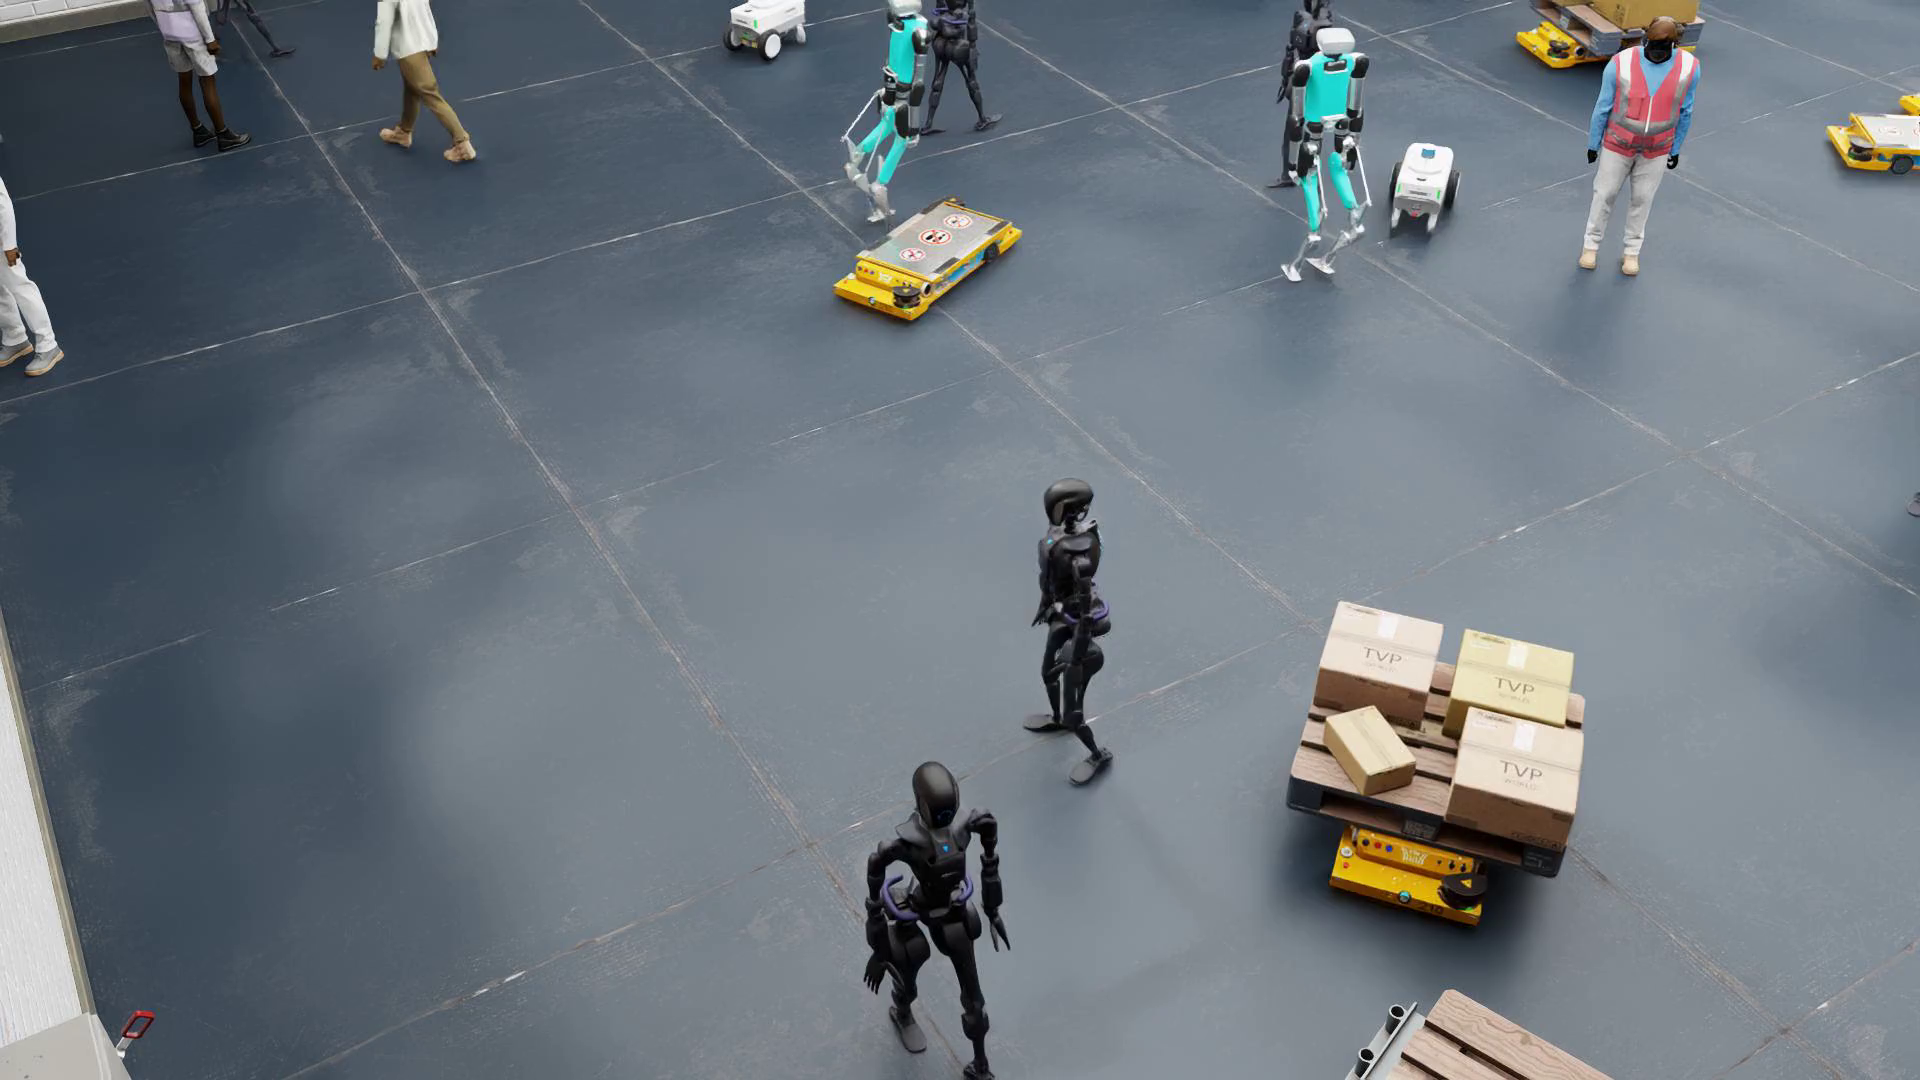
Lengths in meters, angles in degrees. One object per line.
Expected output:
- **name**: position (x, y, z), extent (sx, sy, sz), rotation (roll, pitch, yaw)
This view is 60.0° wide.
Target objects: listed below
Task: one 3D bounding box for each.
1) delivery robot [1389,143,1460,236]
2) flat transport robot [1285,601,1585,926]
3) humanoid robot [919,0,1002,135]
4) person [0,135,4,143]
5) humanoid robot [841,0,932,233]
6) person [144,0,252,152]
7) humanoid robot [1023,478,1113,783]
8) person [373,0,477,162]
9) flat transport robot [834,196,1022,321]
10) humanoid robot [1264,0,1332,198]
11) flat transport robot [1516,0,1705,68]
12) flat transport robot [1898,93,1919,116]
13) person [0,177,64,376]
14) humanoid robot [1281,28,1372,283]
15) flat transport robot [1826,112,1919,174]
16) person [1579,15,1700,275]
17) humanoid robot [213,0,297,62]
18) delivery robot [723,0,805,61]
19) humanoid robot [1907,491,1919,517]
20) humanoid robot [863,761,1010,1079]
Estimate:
- **delivery robot**: position (3.463, -2.673, 12.437), extent (0.499, 0.599, 0.784), rotation (13, 40, 15)
- **flat transport robot**: position (2.211, 1.149, 7.842), extent (0.659, 0.231, 1.431), rotation (13, 40, 16)
- **humanoid robot**: position (-0.015, -4.057, 13.294), extent (0.686, 1.636, 0.601), rotation (-20, 43, -23)
- **person**: position (-7.986, -3.987, 13.056), extent (0.379, 1.840, 0.568), rotation (-27, 45, -29)
- **humanoid robot**: position (-0.582, -2.956, 11.911), extent (0.755, 1.870, 0.530), rotation (-17, 41, -20)
- **person**: position (-6.046, -3.984, 12.977), extent (0.543, 1.938, 0.351), rotation (14, 41, 17)
- **humanoid robot**: position (0.529, 0.387, 7.662), extent (0.381, 1.637, 0.587), rotation (-10, 39, -12)
- **person**: position (-4.270, -3.790, 12.903), extent (0.934, 1.716, 0.537), rotation (10, 40, 13)
- **flat transport robot**: position (-0.211, -2.026, 11.848), extent (0.659, 0.231, 1.431), rotation (22, 44, 26)
- **humanoid robot**: position (2.602, -3.346, 12.391), extent (0.366, 1.661, 0.584), rotation (-18, 42, -22)
- **flat transport robot**: position (5.837, -4.531, 15.010), extent (1.431, 0.231, 0.659), rotation (-9, 39, -11)
- **flat transport robot**: position (8.700, -3.643, 13.889), extent (1.431, 0.231, 0.659), rotation (-8, 39, -10)
- **person**: position (-6.123, -1.911, 10.405), extent (0.574, 1.882, 0.356), rotation (14, 40, 16)
- **humanoid robot**: position (2.522, -2.518, 11.248), extent (0.542, 1.747, 0.680), rotation (-9, 39, -12)
- **flat transport robot**: position (7.755, -3.141, 13.256), extent (1.431, 0.231, 0.659), rotation (4, 39, 6)
- **person**: position (4.653, -2.722, 11.474), extent (0.635, 1.830, 0.429), rotation (8, 39, 10)
- **humanoid robot**: position (-6.388, -4.972, 14.476), extent (0.793, 1.629, 0.602), rotation (-21, 43, -24)
- **delivery robot**: position (-1.727, -4.680, 14.961), extent (0.525, 0.587, 0.750), rotation (24, 44, 27)
- **humanoid robot**: position (5.685, -0.808, 9.176), extent (0.590, 1.645, 0.336), rotation (11, 40, 13)
- **humanoid robot**: position (-0.078, 1.491, 6.284), extent (0.588, 1.638, 0.656), rotation (-18, 42, -21)
